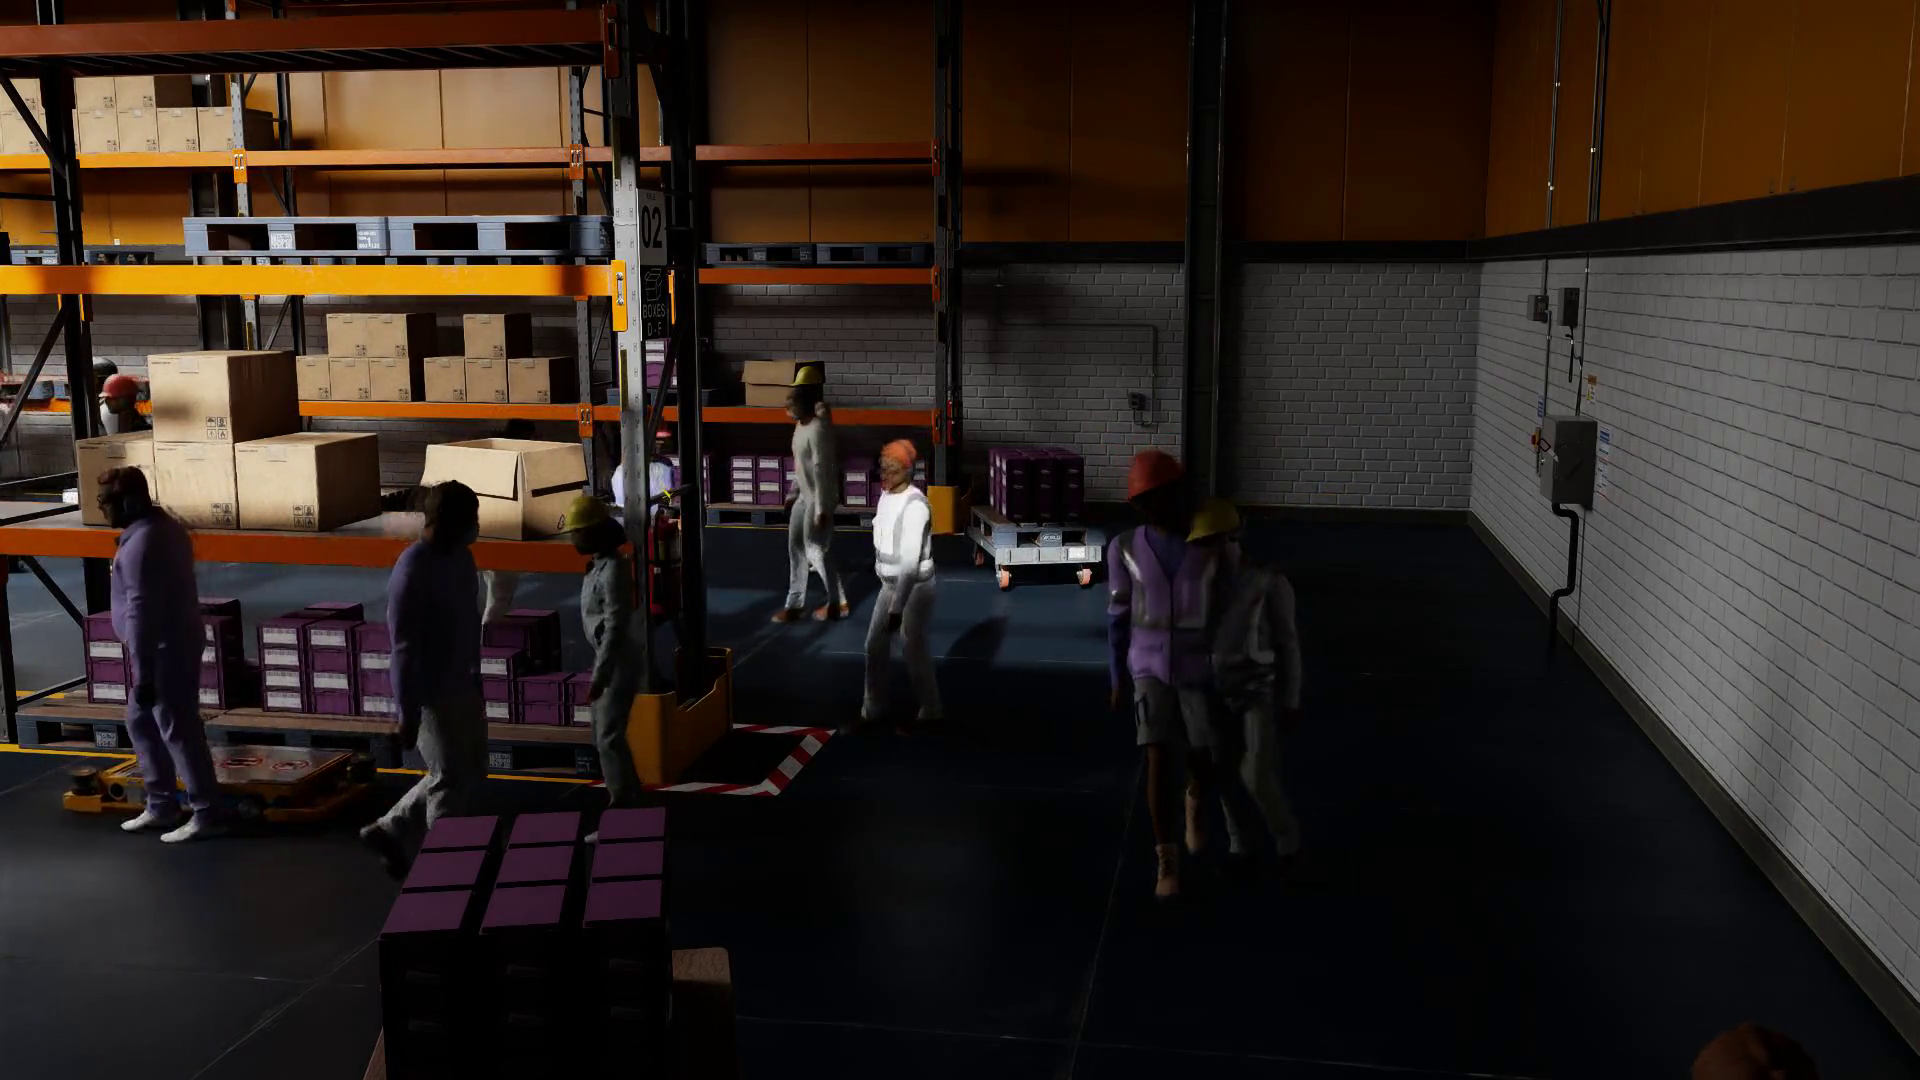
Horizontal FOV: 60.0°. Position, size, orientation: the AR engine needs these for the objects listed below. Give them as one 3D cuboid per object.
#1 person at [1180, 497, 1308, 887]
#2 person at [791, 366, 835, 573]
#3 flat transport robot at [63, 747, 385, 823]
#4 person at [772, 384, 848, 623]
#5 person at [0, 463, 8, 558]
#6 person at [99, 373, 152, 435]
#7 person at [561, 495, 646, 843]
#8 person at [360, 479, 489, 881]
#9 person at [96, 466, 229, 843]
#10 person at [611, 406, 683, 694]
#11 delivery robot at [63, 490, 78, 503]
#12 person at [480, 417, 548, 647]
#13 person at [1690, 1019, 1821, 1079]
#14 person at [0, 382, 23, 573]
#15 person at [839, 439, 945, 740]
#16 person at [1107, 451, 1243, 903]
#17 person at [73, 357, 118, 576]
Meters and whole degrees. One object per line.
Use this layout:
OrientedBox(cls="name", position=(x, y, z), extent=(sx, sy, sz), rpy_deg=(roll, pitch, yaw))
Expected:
OrientedBox(cls="person", position=(1.233, 0.690, 7.591), extent=(0.616, 1.792, 0.472), rpy_deg=(8, 12, 41))
OrientedBox(cls="person", position=(-1.366, -0.654, 15.496), extent=(0.388, 1.927, 0.589), rpy_deg=(-4, 10, -24))
OrientedBox(cls="flat transport robot", position=(-3.853, 1.260, 8.742), extent=(1.431, 0.197, 0.652), rpy_deg=(1, 9, 9))
OrientedBox(cls="person", position=(-1.234, -0.294, 13.320), extent=(0.609, 1.914, 0.705), rpy_deg=(-4, 10, -23))
OrientedBox(cls="person", position=(-6.961, 0.011, 11.663), extent=(0.521, 1.853, 0.363), rpy_deg=(-3, 10, -19))
OrientedBox(cls="person", position=(-6.720, -0.358, 13.486), extent=(0.440, 1.979, 0.648), rpy_deg=(-6, 11, -32))
OrientedBox(cls="person", position=(-1.728, 0.635, 8.152), extent=(0.375, 1.725, 0.507), rpy_deg=(-4, 10, -23))
OrientedBox(cls="person", position=(-2.336, 0.680, 7.273), extent=(0.597, 1.910, 0.644), rpy_deg=(1, 9, 6))
OrientedBox(cls="person", position=(-3.931, 0.570, 8.071), extent=(0.668, 1.872, 0.676), rpy_deg=(-2, 9, -14))
OrientedBox(cls="person", position=(-2.094, 0.063, 11.066), extent=(0.507, 1.918, 0.558), rpy_deg=(5, 10, 28))
OrientedBox(cls="delivery robot", position=(-9.303, -0.406, 17.907), extent=(0.707, 0.478, 0.477), rpy_deg=(5, 10, 26))
OrientedBox(cls="person", position=(-3.157, 0.058, 11.491), extent=(0.655, 1.797, 0.574), rpy_deg=(6, 11, 32))
OrientedBox(cls="person", position=(1.246, 1.554, 2.722), extent=(0.501, 1.627, 0.288), rpy_deg=(4, 10, 21))
OrientedBox(cls="person", position=(-8.911, -0.631, 15.344), extent=(0.400, 1.926, 0.566), rpy_deg=(-4, 10, -23))
OrientedBox(cls="person", position=(-0.387, 0.310, 9.786), extent=(0.734, 1.832, 0.656), rpy_deg=(-4, 10, -26))
OrientedBox(cls="person", position=(0.972, 0.594, 7.540), extent=(0.646, 1.993, 0.658), rpy_deg=(2, 9, 12))
OrientedBox(cls="person", position=(-7.712, -0.639, 15.051), extent=(0.536, 2.000, 0.684), rpy_deg=(-4, 10, -26))
